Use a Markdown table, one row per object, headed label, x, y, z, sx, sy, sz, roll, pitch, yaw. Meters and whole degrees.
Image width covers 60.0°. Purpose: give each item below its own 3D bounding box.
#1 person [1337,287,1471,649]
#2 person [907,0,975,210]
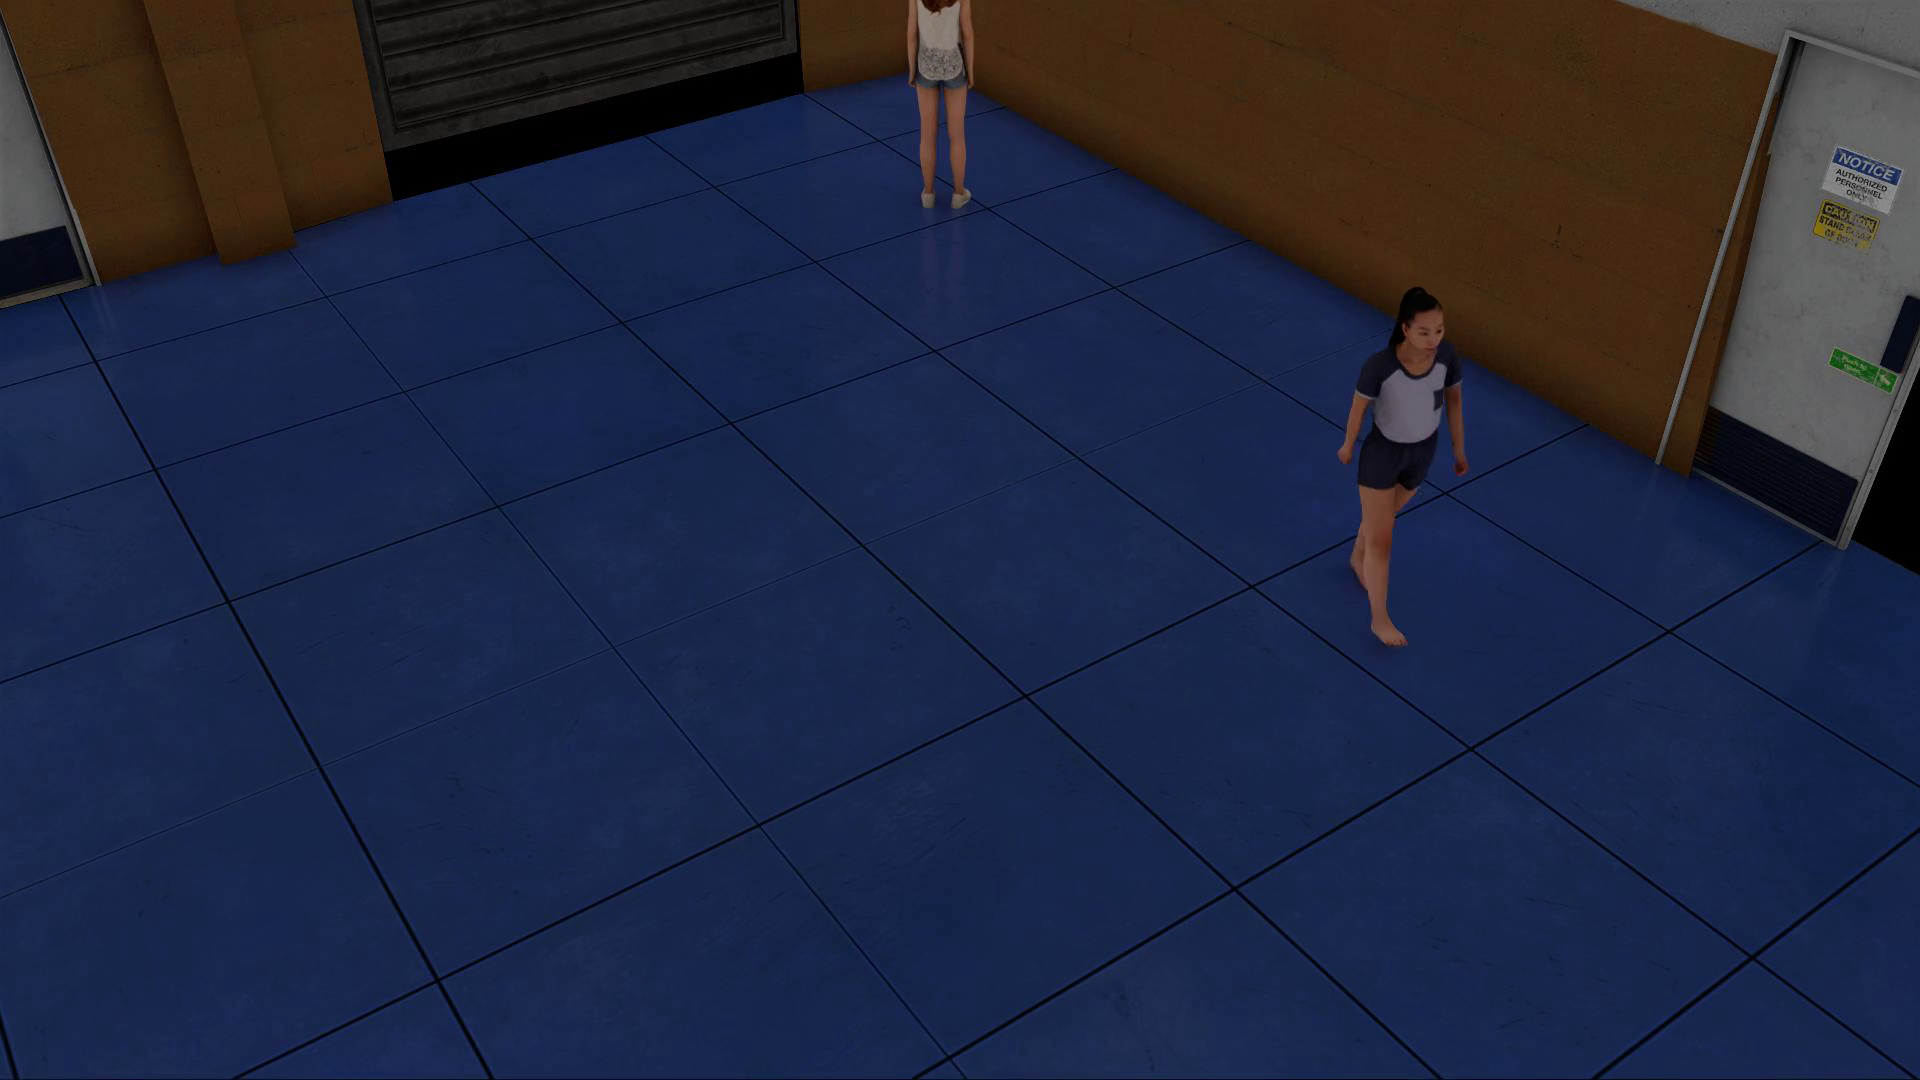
| label | x | y | z | sx | sy | sz | roll | pitch | yaw |
| --- | --- | --- | --- | --- | --- | --- | --- | --- | --- |
| person | 1.876 | -0.407 | 7.342 | 0.949 | 1.618 | 0.828 | -13 | 39 | -16 |
| person | -0.122 | -2.967 | 10.635 | 0.633 | 1.759 | 0.703 | 4 | 37 | 5 |
